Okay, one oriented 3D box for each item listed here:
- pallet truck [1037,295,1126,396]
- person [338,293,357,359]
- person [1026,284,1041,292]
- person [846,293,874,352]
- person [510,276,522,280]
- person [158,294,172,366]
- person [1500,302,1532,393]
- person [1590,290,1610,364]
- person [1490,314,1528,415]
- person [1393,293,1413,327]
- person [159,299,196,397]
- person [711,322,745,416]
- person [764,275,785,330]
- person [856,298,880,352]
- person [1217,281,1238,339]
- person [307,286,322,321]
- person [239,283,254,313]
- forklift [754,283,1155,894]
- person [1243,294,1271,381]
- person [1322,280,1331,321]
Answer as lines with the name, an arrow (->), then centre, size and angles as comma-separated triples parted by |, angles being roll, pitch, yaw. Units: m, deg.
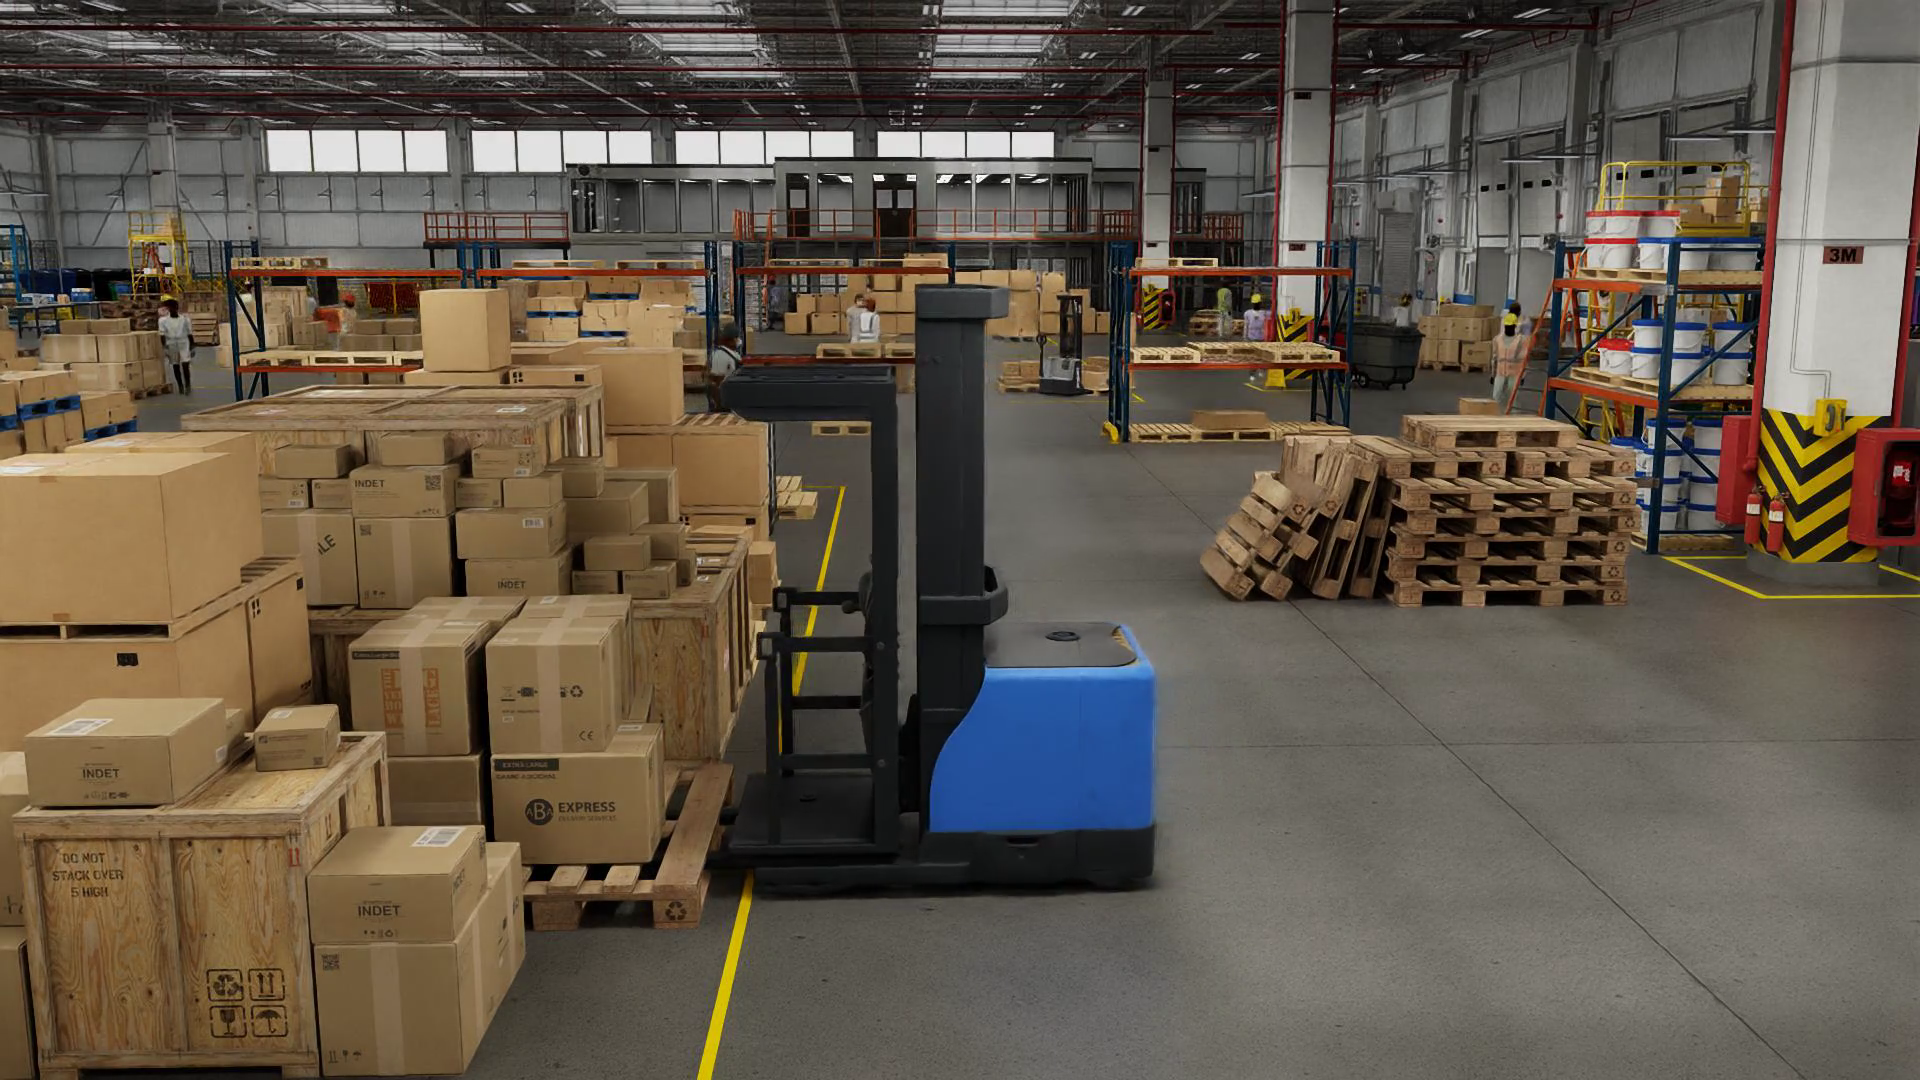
pallet truck -> 2.483, -3.881, 33.060 | 1.885, 1.965, 0.823 | -7, 13, -36
person -> -13.579, -4.550, 37.104 | 0.996, 1.884, 0.546 | 5, 11, 24
person -> 2.597, -8.294, 58.072 | 0.659, 1.877, 0.380 | -3, 11, -15
person -> -2.194, -4.498, 36.875 | 0.648, 1.928, 0.912 | 1, 10, 3
person -> -18.034, -10.015, 67.668 | 0.506, 1.843, 0.350 | 0, 10, -2
person -> -19.412, -5.143, 40.751 | 0.550, 1.751, 0.368 | 1, 10, 8
person -> 11.063, -3.831, 33.272 | 0.645, 1.812, 0.757 | 7, 12, 32
person -> 16.003, -5.381, 41.423 | 0.388, 1.992, 0.625 | -2, 10, -9
person -> 8.677, -2.642, 26.454 | 0.636, 1.888, 0.903 | 8, 13, 39
person -> 10.242, -4.870, 39.033 | 0.595, 1.830, 0.680 | -8, 13, -37
person -> -15.353, -3.760, 32.635 | 0.595, 1.898, 1.040 | -4, 11, -20
person -> -2.942, -1.898, 21.896 | 1.002, 2.000, 0.697 | 1, 10, 6
person -> -6.286, -8.112, 56.946 | 0.842, 1.912, 0.563 | -3, 11, -16
person -> -1.980, -4.115, 34.768 | 0.589, 1.864, 0.690 | 8, 13, 36
person -> 8.371, -7.171, 51.875 | 0.756, 1.819, 0.654 | -6, 12, -31
person -> -17.718, -6.003, 45.395 | 0.530, 1.814, 1.011 | 3, 11, 18
person -> -19.467, -6.113, 45.774 | 0.613, 1.888, 0.662 | 4, 11, 20
forklift -> -0.034, 0.174, 8.010 | 1.873, 2.768, 1.129 | 0, 10, -2
person -> 6.516, -4.450, 36.481 | 0.605, 1.908, 0.577 | 3, 11, 16
person -> 11.046, -6.885, 50.095 | 0.620, 1.901, 0.994 | -1, 10, -6
